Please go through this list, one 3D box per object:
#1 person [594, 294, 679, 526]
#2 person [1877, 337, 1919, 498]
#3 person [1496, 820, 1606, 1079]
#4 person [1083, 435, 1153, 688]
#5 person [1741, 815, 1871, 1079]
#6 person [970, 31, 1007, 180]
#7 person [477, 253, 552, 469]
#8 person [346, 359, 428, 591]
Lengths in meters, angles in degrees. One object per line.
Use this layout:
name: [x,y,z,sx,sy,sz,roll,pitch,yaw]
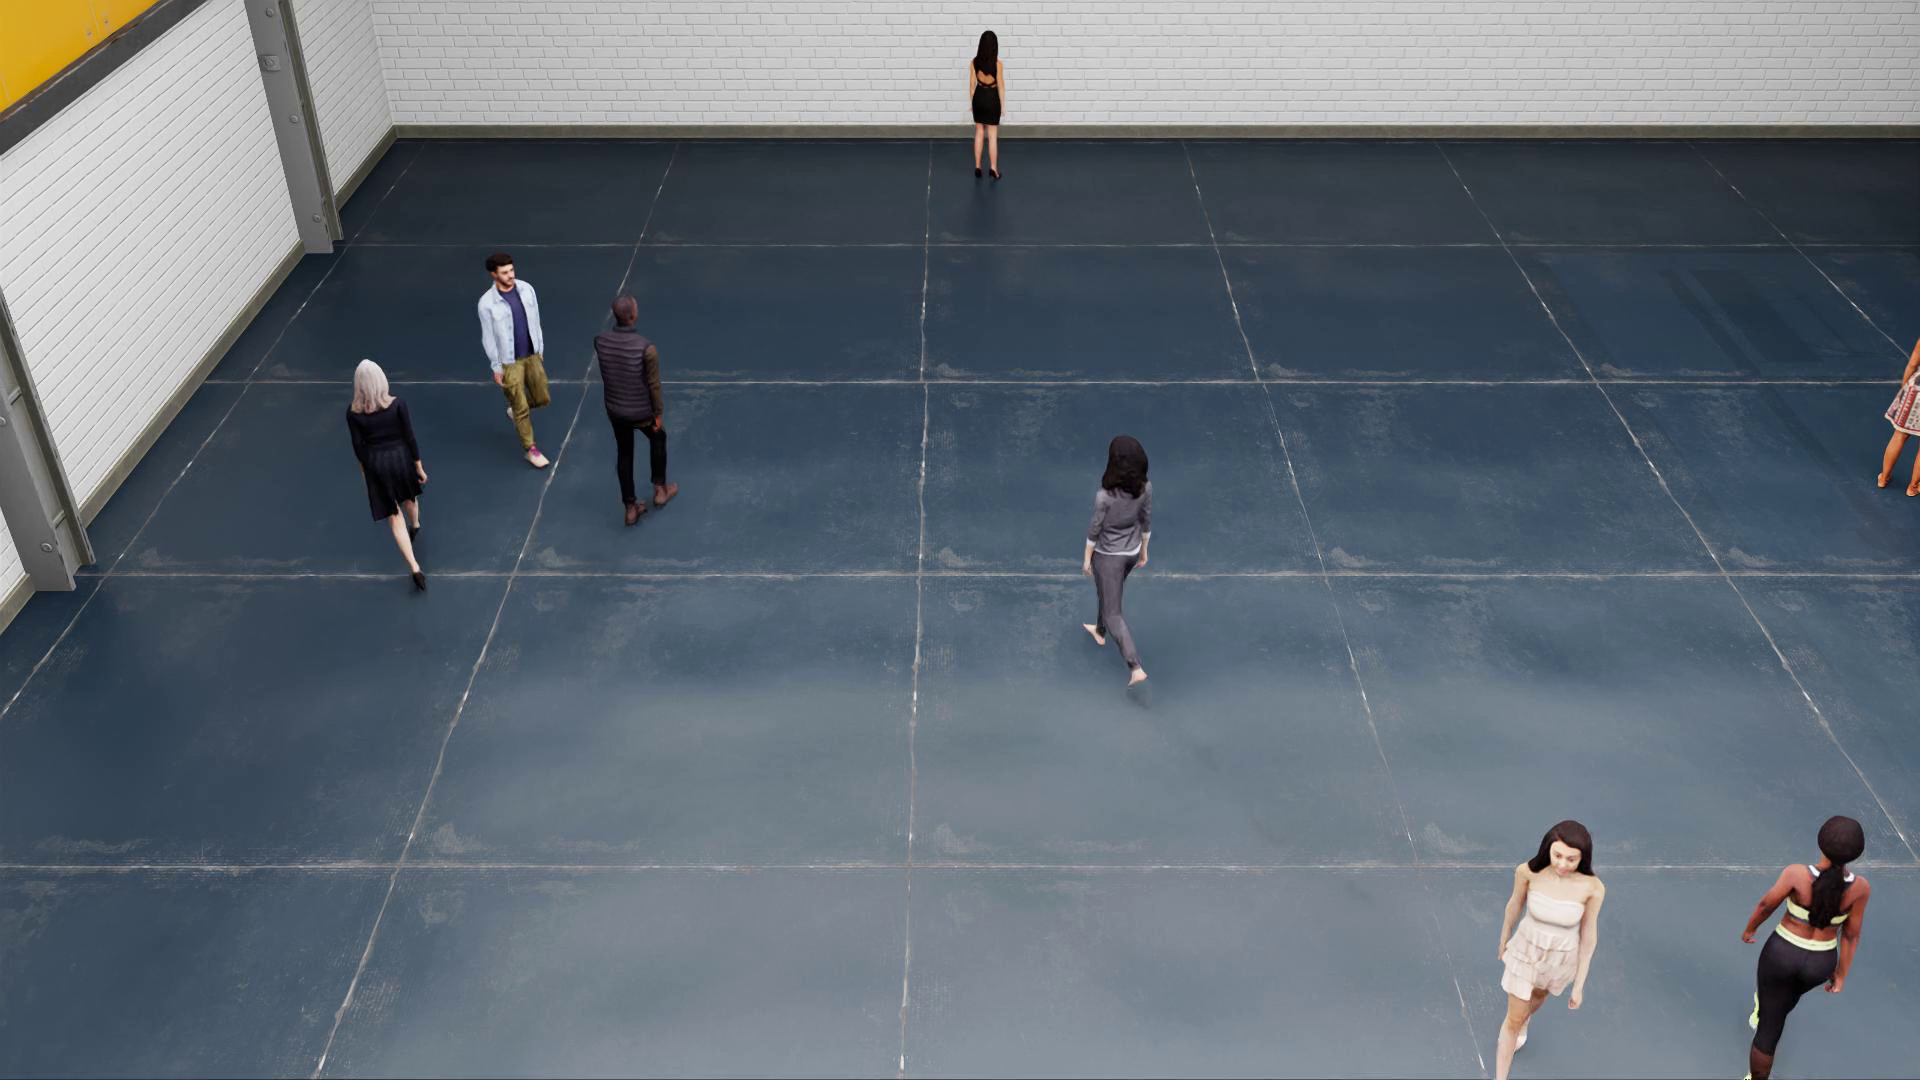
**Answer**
person: [-2.493,-0.926,12.409,0.832,1.815,0.901,9,35,14]
person: [7.480,-1.110,12.842,0.718,1.643,0.758,26,42,33]
person: [2.870,1.993,8.129,0.814,1.691,1.101,12,35,17]
person: [1.061,0.165,10.849,0.930,1.724,1.190,-16,37,-22]
person: [4.000,2.097,7.949,0.798,1.717,1.119,10,35,14]
person: [0.293,-4.793,18.377,0.632,1.648,0.610,13,36,18]
person: [-3.566,-1.455,13.221,1.018,1.798,0.962,28,43,35]
person: [-4.006,-0.415,11.733,0.852,1.713,1.158,-11,35,-16]
